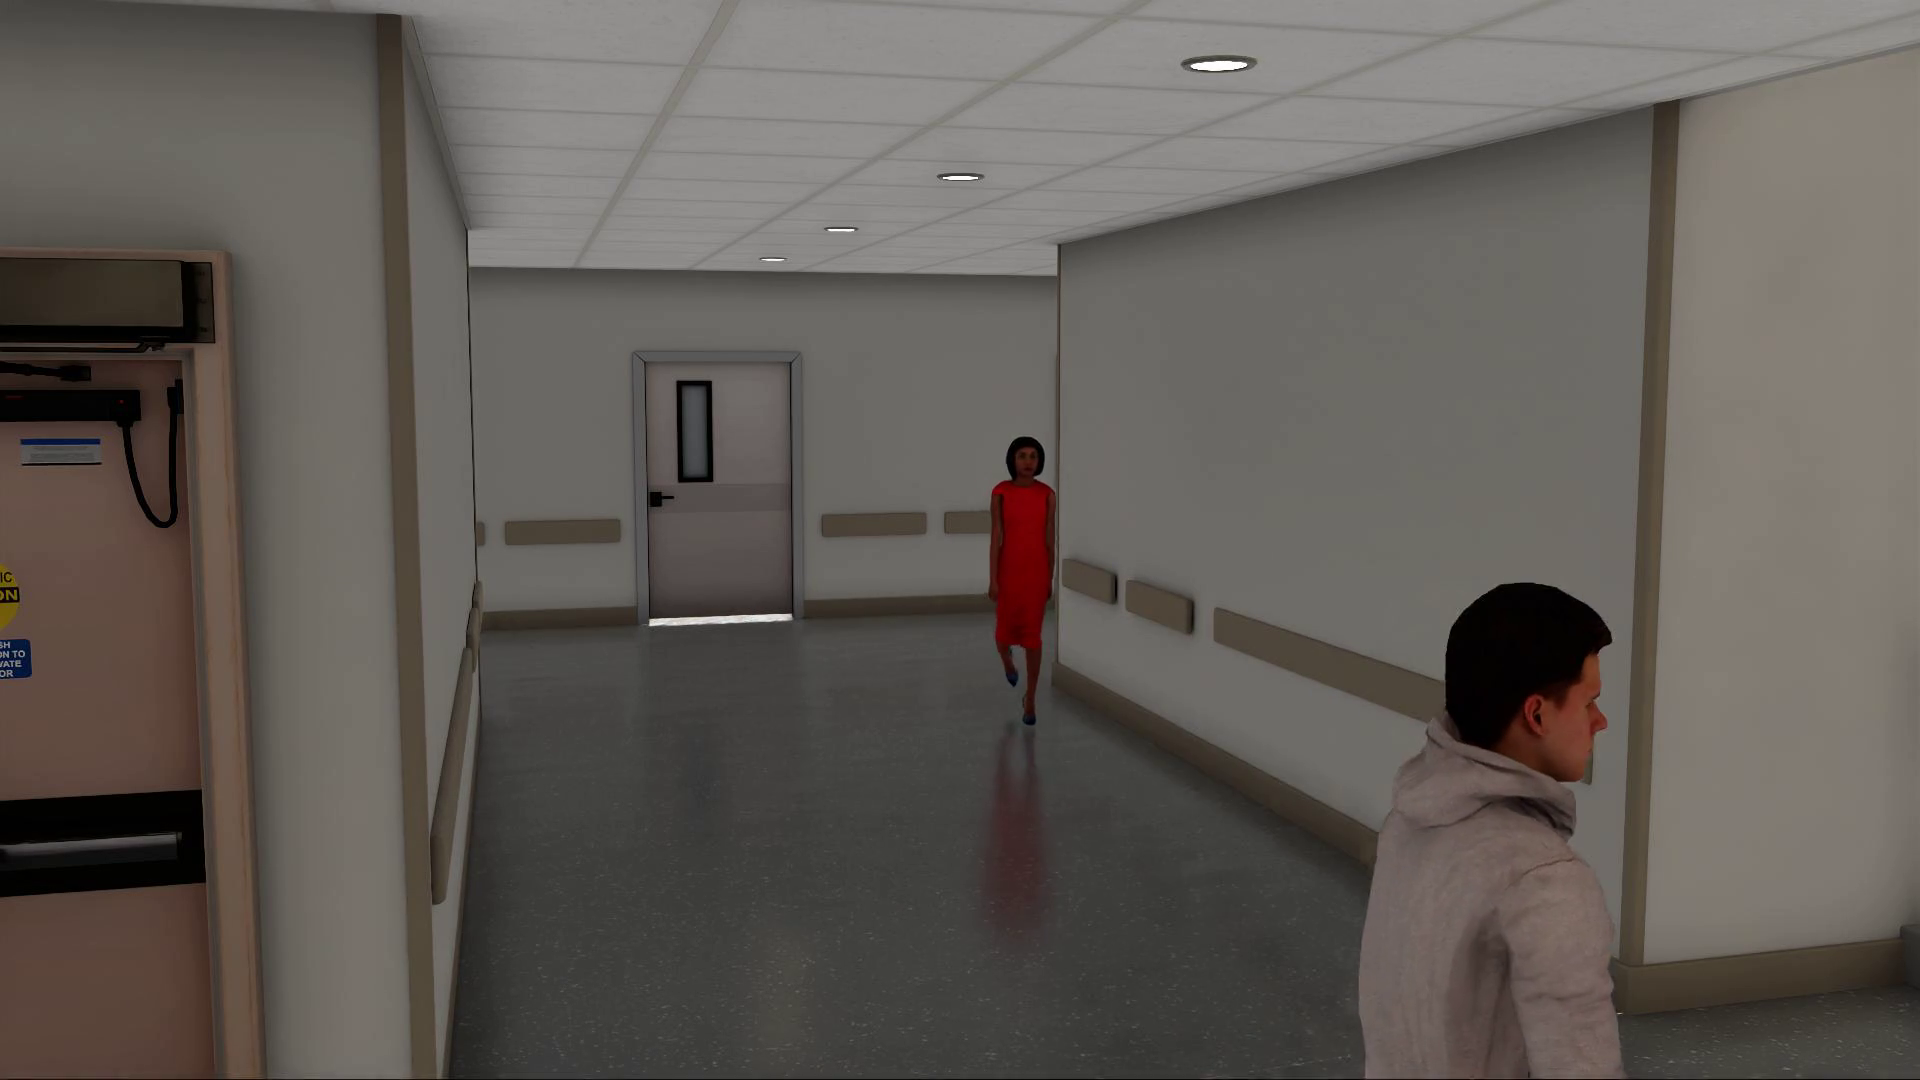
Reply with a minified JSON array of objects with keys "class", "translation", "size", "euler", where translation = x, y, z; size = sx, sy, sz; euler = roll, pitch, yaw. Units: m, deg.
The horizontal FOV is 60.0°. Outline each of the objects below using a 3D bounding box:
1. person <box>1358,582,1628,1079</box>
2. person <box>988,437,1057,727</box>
[{"class":"person","translation":[0.592,0.995,2.335],"size":[1.310,1.808,0.872],"euler":[0,6,-1]},{"class":"person","translation":[0.361,0.242,10.264],"size":[1.030,1.719,0.787],"euler":[0,6,-3]}]
